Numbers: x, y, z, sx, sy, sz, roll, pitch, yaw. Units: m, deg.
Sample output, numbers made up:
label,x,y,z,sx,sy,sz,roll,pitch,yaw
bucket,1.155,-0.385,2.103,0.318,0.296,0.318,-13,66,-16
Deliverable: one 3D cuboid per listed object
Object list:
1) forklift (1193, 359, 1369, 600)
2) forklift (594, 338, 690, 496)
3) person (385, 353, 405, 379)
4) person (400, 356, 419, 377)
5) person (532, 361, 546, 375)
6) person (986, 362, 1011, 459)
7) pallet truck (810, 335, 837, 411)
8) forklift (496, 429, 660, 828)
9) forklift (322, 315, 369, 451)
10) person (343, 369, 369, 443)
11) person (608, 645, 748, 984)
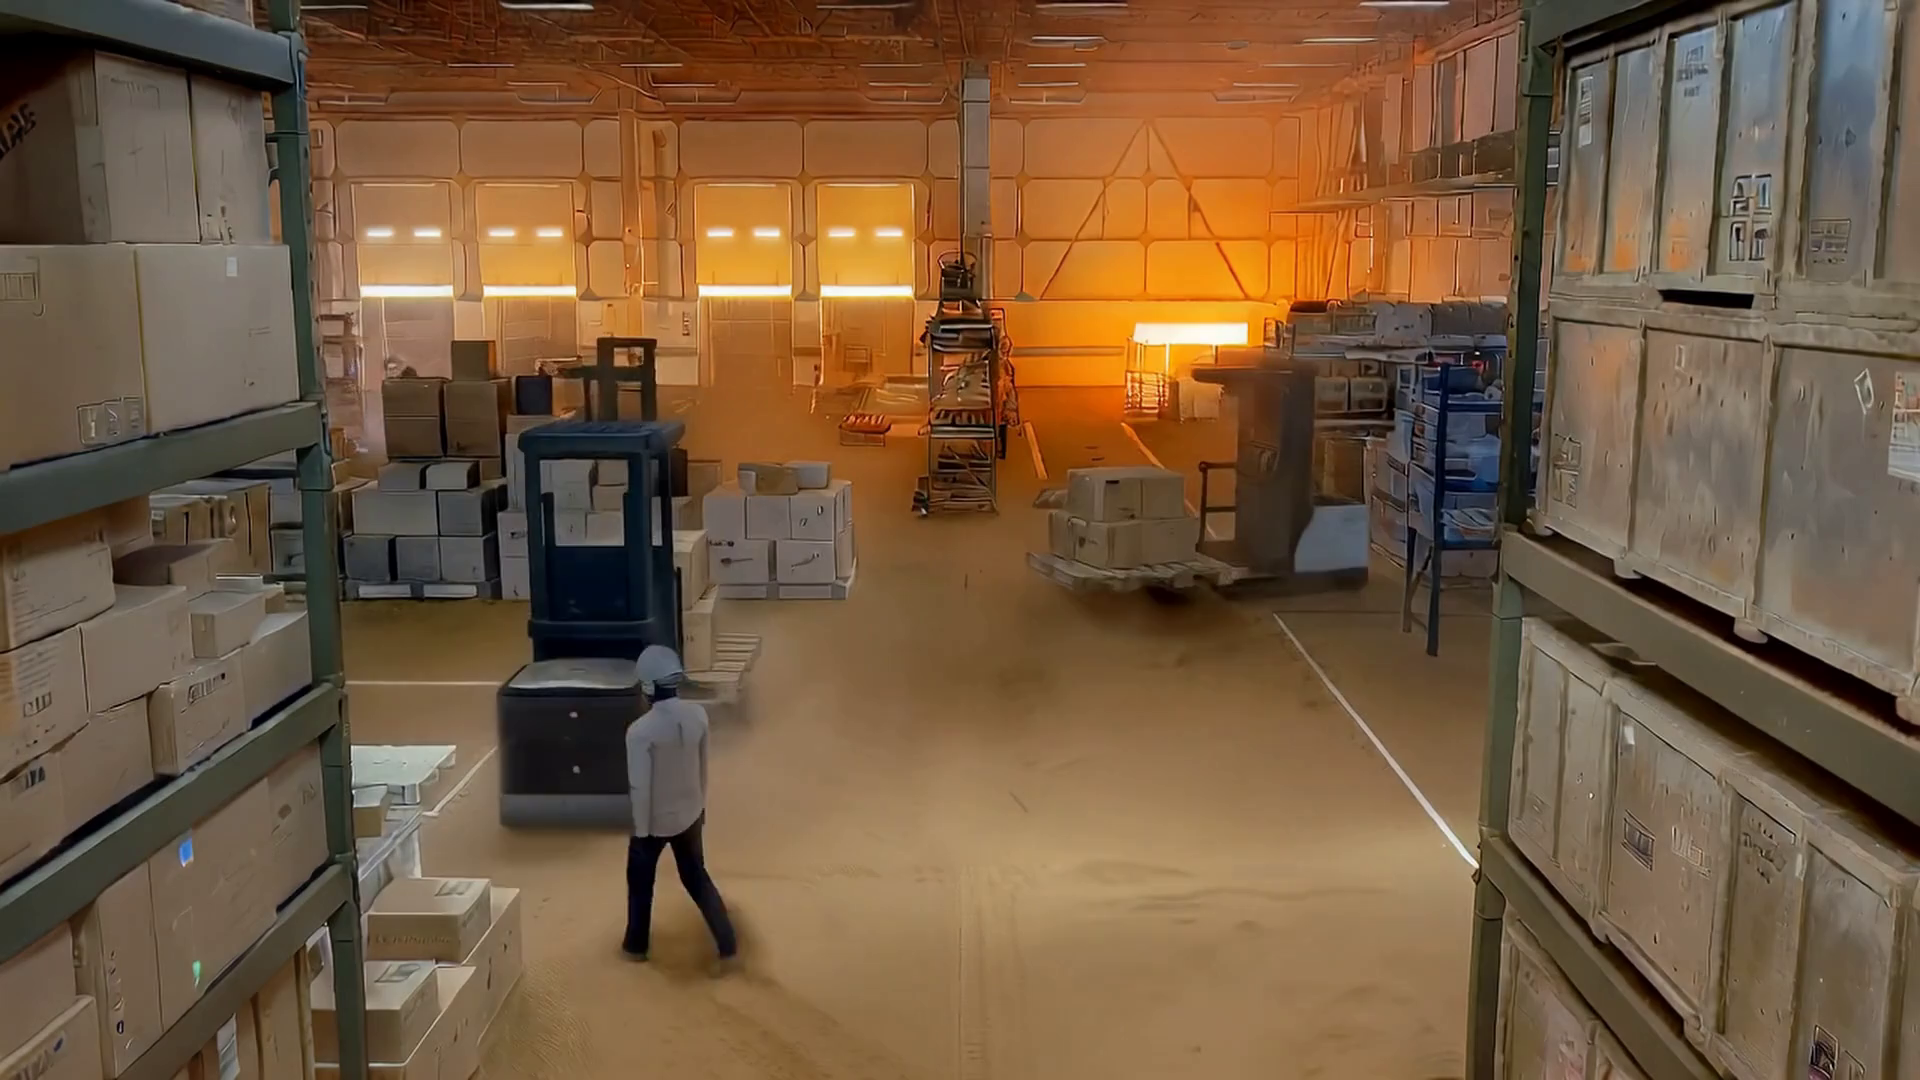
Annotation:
label,x,y,z,sx,sy,sz,roll,pitch,yaw
forklift,3.961,-0.790,20.258,1.873,2.768,1.129,-3,10,-19
forklift,-5.075,-1.703,25.527,1.129,2.768,1.873,4,10,20
person,-13.080,-3.490,38.966,0.687,1.811,0.345,-4,11,-23
person,-11.948,-3.013,35.933,0.953,1.890,0.640,3,10,15
person,-9.733,-3.352,38.668,0.375,1.615,0.517,-8,13,-38
person,0.743,-2.599,33.413,0.545,1.939,0.354,4,11,22
pallet truck,-3.021,-4.312,43.126,1.885,1.965,0.823,3,10,17
forklift,-2.749,0.560,12.472,1.129,2.768,1.873,0,10,1
forklift,-13.158,-3.321,34.861,1.129,2.768,1.873,-5,11,-25
person,-12.917,-2.861,35.564,0.523,1.738,0.506,4,11,23
person,-1.607,1.553,9.430,0.996,1.956,0.634,7,12,37
